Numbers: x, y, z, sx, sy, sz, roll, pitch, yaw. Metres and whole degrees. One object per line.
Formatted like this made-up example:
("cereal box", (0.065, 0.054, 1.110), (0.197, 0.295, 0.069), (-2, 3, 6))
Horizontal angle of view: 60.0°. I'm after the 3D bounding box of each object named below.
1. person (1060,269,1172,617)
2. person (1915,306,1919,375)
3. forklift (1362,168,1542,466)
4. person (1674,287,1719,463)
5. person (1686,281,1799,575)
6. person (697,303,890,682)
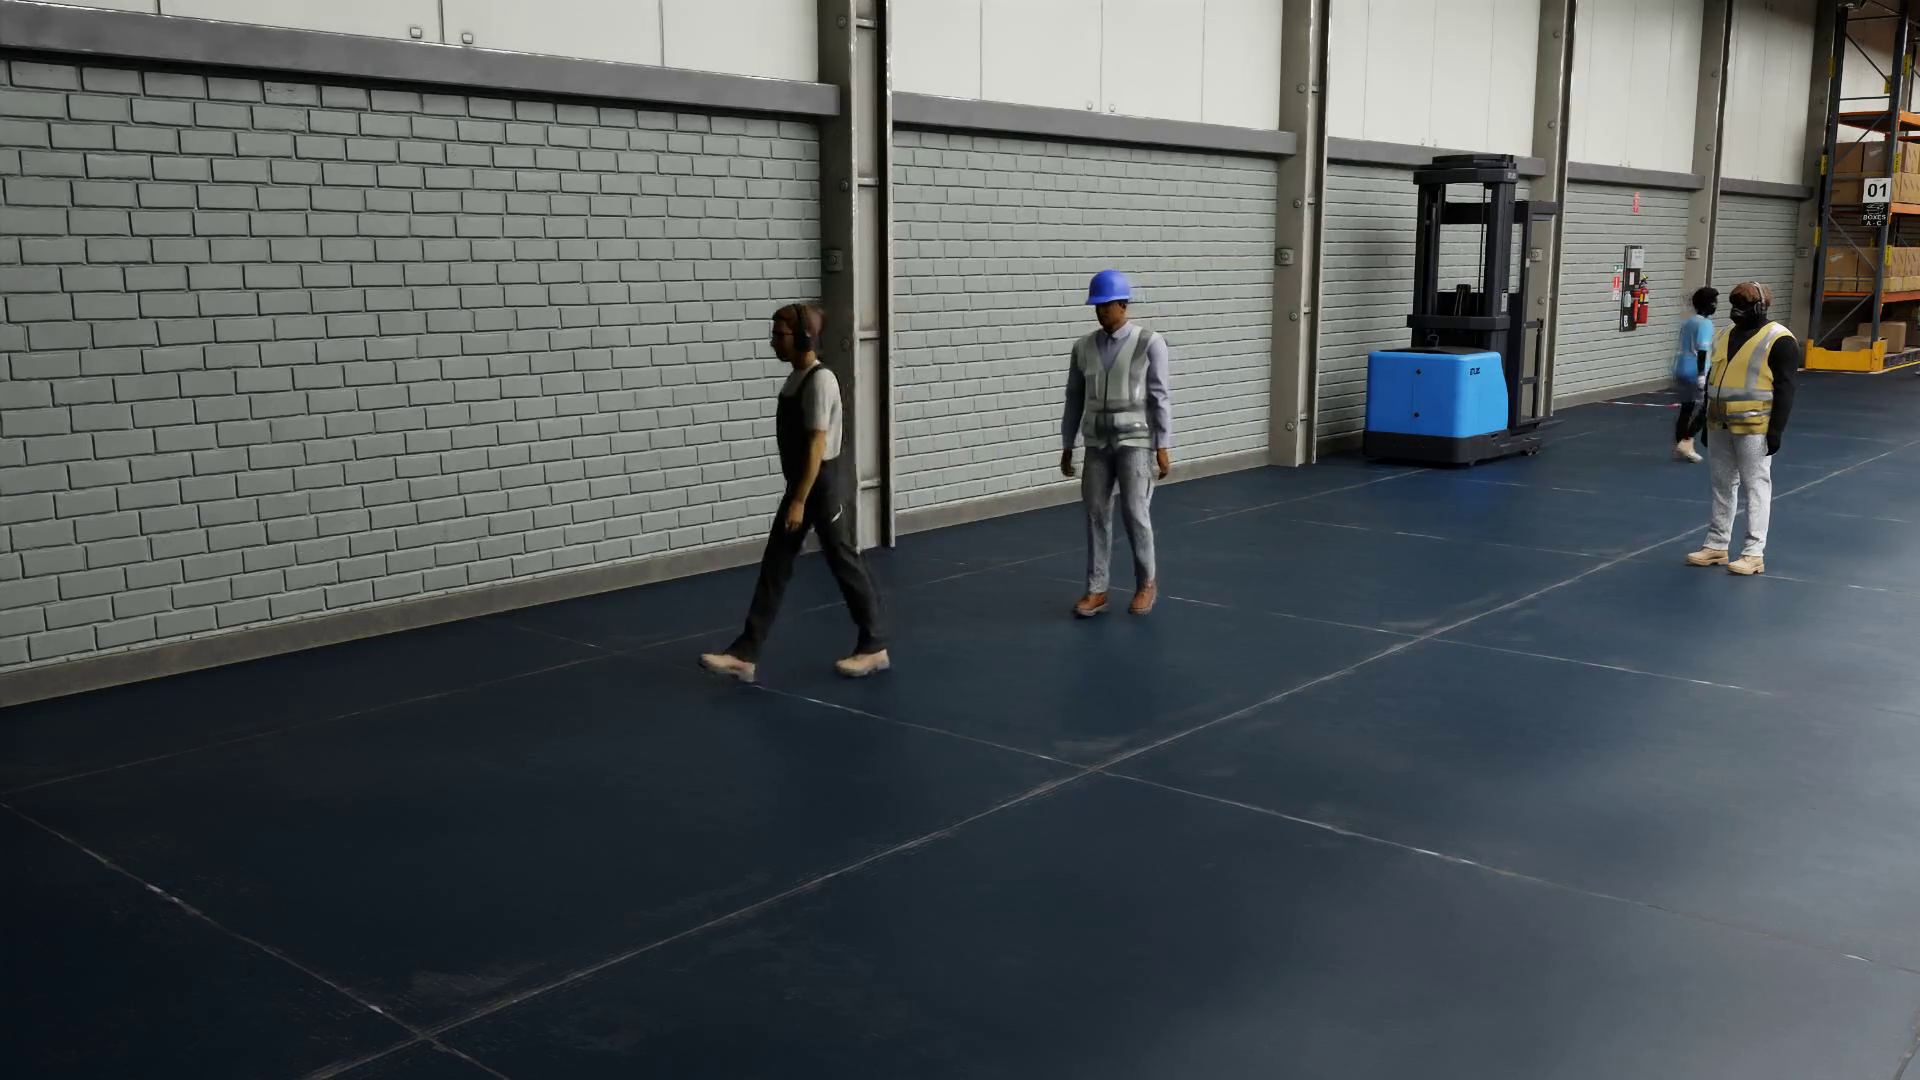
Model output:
("person", (0.860, -0.537, 9.309), (0.656, 1.937, 0.458), (6, 12, 33))
("person", (15.787, -3.481, 26.956), (0.507, 1.629, 0.316), (1, 10, 5))
("forklift", (4.875, -2.212, 16.287), (1.129, 2.768, 1.873), (8, 13, 40))
("person", (7.052, -1.573, 15.903), (0.370, 1.681, 0.555), (1, 10, 5))
("person", (4.981, -0.719, 10.619), (0.429, 1.842, 0.635), (-4, 11, -21))
("person", (-0.752, -0.209, 7.851), (0.962, 1.795, 0.535), (-5, 11, -28))
